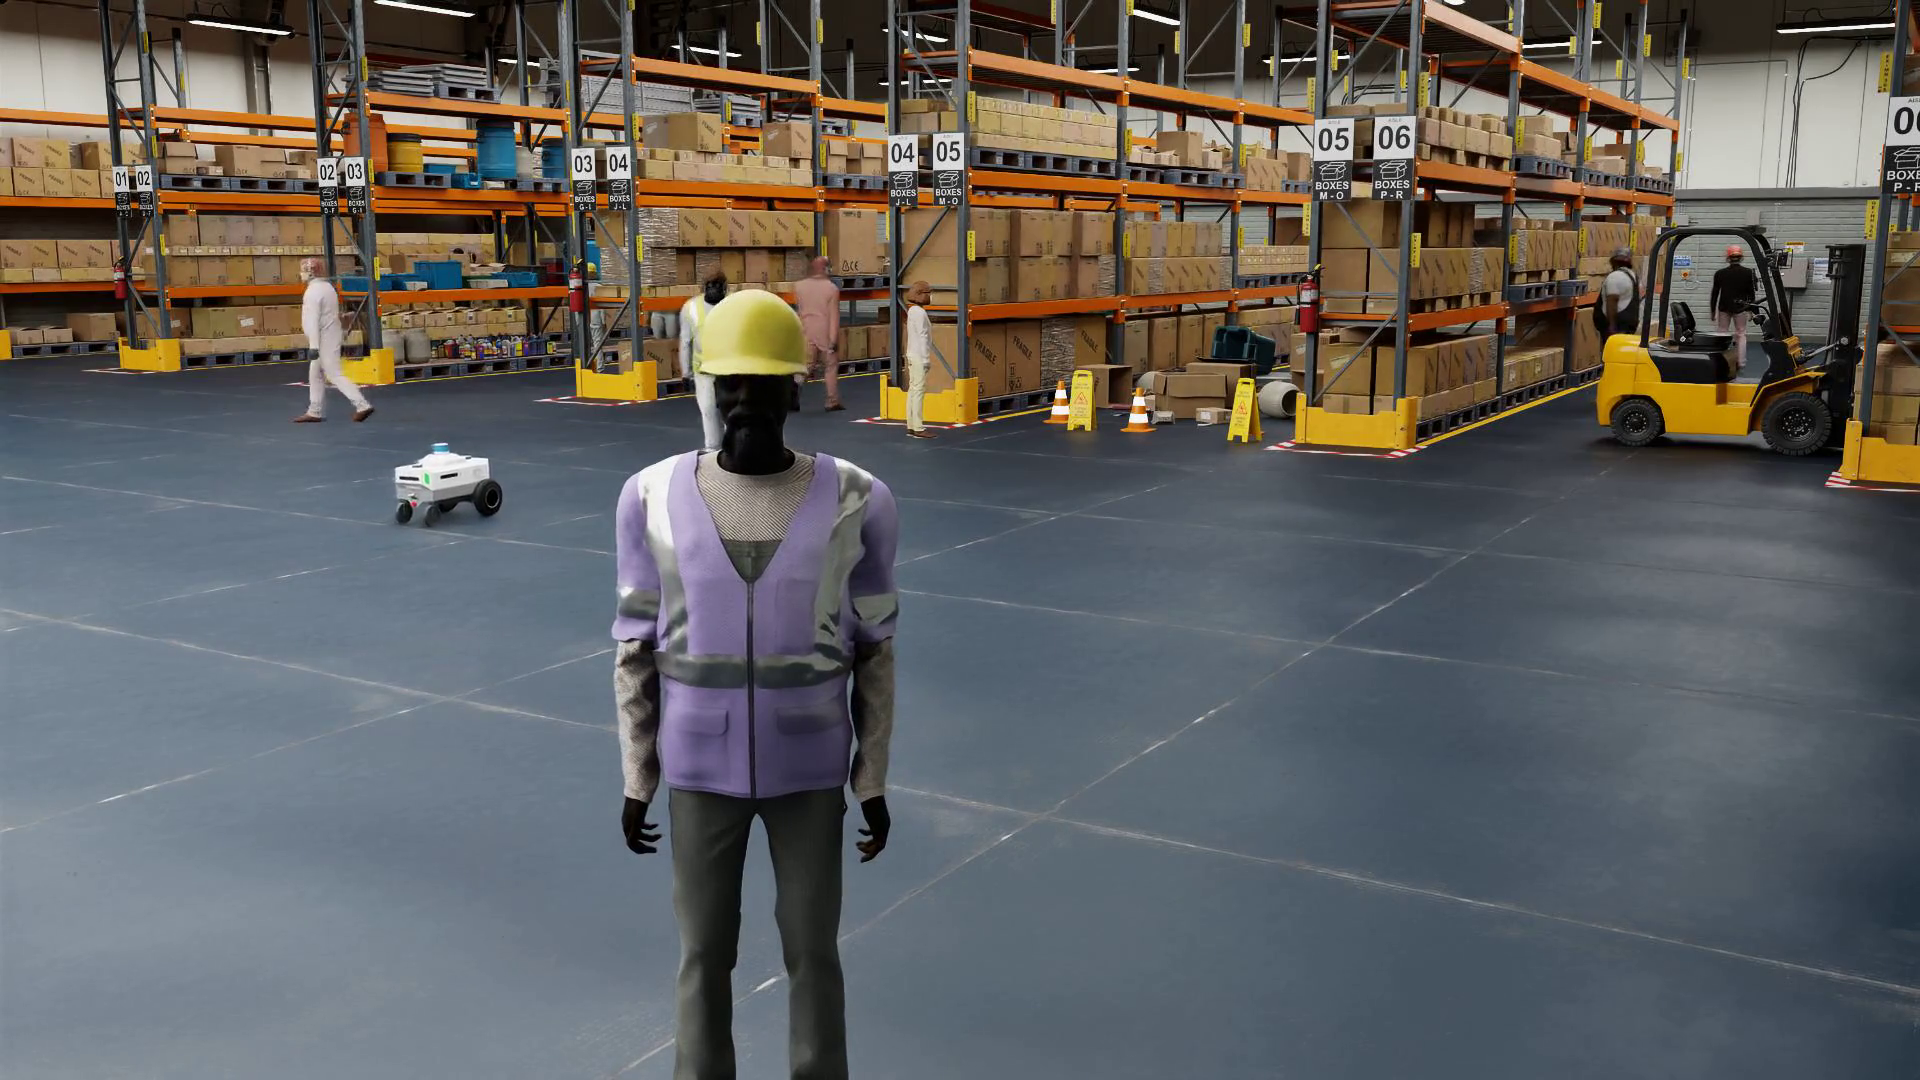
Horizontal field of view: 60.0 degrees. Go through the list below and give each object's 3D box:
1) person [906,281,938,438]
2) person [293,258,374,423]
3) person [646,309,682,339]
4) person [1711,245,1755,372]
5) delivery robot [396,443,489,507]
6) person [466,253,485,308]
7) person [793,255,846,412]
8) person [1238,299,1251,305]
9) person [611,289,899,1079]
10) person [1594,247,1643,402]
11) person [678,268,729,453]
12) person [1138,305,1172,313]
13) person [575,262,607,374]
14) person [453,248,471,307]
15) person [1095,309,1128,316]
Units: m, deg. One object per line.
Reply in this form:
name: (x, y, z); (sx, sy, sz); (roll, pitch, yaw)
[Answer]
person: (-0.415, -1.879, 17.354); (0.283, 1.633, 0.497); (-3, 11, -17)
person: (-7.094, -2.243, 18.755); (0.877, 1.871, 0.645); (-2, 10, -10)
person: (-4.416, -3.410, 25.118); (0.643, 1.925, 0.638); (2, 10, 11)
person: (12.176, -3.637, 26.208); (0.631, 1.987, 0.400); (5, 11, 28)
delivery robot: (-3.793, -0.466, 12.200); (0.477, 0.478, 0.707); (5, 11, 24)
person: (-10.473, -5.277, 35.869); (0.963, 1.823, 0.503); (-3, 10, -14)
person: (-1.716, -2.456, 19.902); (0.648, 1.888, 0.798); (6, 12, 31)
person: (5.936, -5.230, 35.318); (0.539, 1.918, 0.665); (7, 12, 35)
person: (-0.417, 0.455, 3.447); (0.587, 1.930, 0.355); (-1, 10, -4)
person: (8.253, -2.738, 21.026); (0.874, 2.000, 0.539); (-9, 14, -43)
person: (-2.157, -1.472, 14.648); (0.650, 1.806, 0.757); (0, 10, -3)
person: (3.381, -4.085, 28.950); (0.651, 1.906, 0.401); (7, 12, 33)
person: (-5.472, -3.243, 24.700); (0.485, 1.740, 0.304); (2, 10, 9)
person: (-10.495, -5.183, 35.068); (0.598, 1.915, 0.375); (7, 12, 35)
person: (2.482, -3.809, 27.658); (0.592, 1.820, 0.541); (3, 10, 14)
